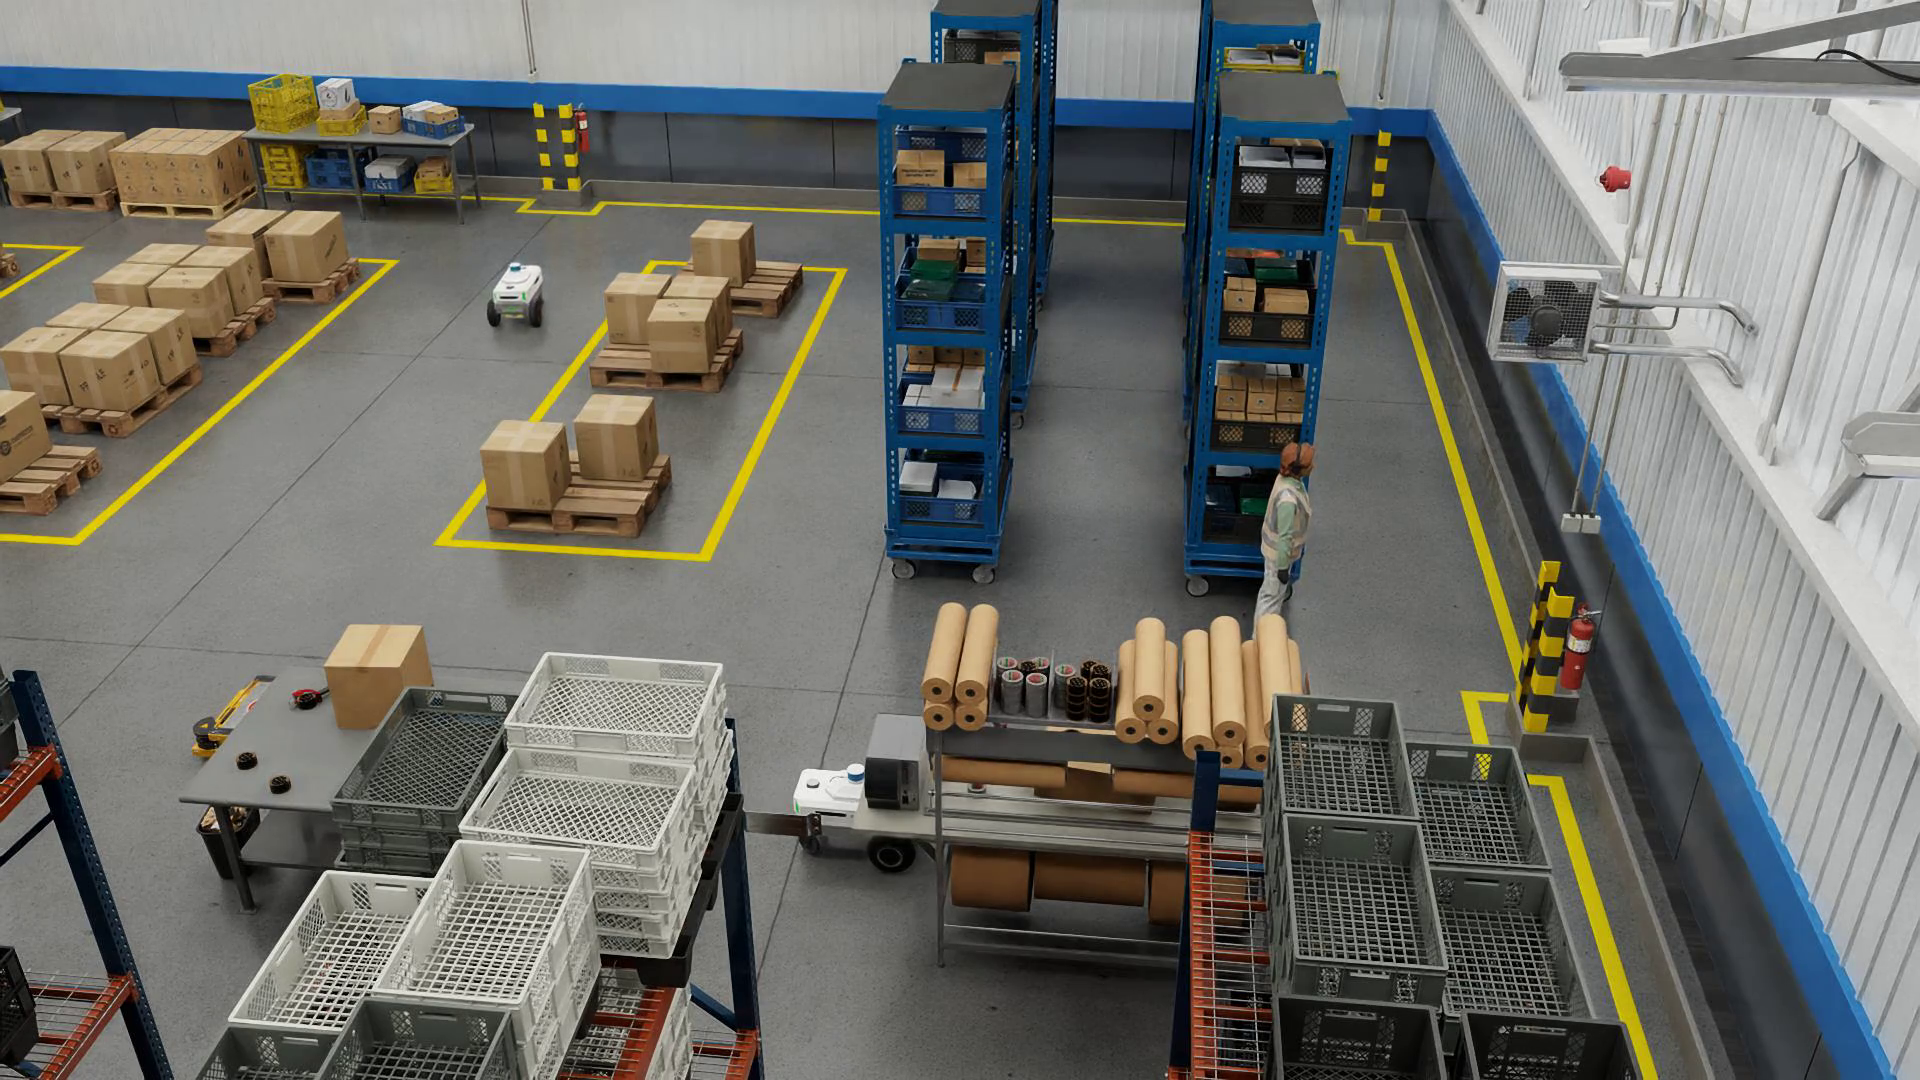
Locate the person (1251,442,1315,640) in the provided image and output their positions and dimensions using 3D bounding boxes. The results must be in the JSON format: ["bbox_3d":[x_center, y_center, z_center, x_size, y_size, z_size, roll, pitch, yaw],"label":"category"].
[{"bbox_3d":[2.167,0.083,11.159,0.314,1.632,0.517,6,31,10],"label":"person"}]

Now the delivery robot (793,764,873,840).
[{"bbox_3d":[-0.599,1.521,9.664,0.707,0.478,0.477,4,31,7],"label":"delivery robot"}]

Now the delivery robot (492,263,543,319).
[{"bbox_3d":[-4.418,-2.526,16.614,0.477,0.478,0.707,0,30,1],"label":"delivery robot"}]
